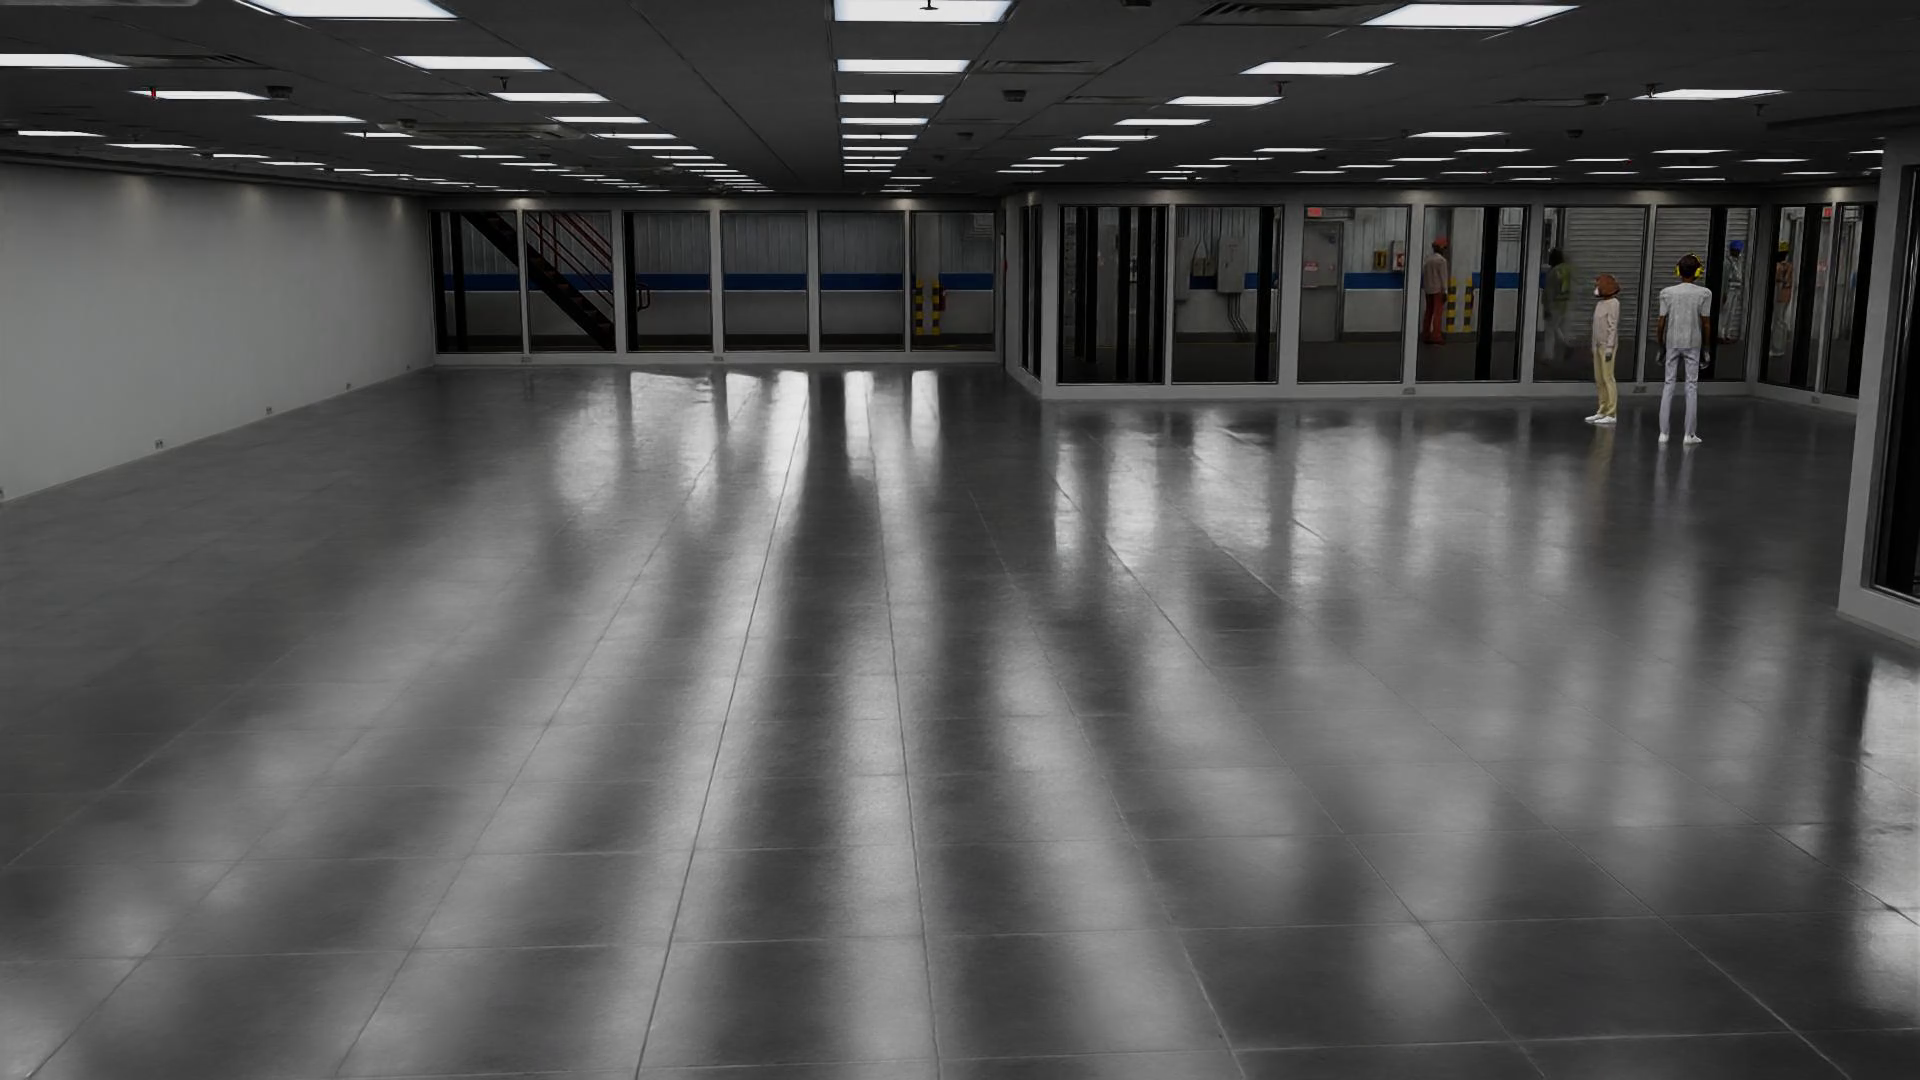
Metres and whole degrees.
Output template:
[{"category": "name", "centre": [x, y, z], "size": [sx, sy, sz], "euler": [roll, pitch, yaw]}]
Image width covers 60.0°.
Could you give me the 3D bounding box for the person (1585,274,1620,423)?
[{"category": "person", "centre": [7.071, -2.091, 18.236], "size": [0.289, 1.623, 0.500], "euler": [0, 11, -1]}]

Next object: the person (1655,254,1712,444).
[{"category": "person", "centre": [7.135, -1.873, 16.396], "size": [0.513, 1.872, 0.328], "euler": [7, 13, 34]}]
